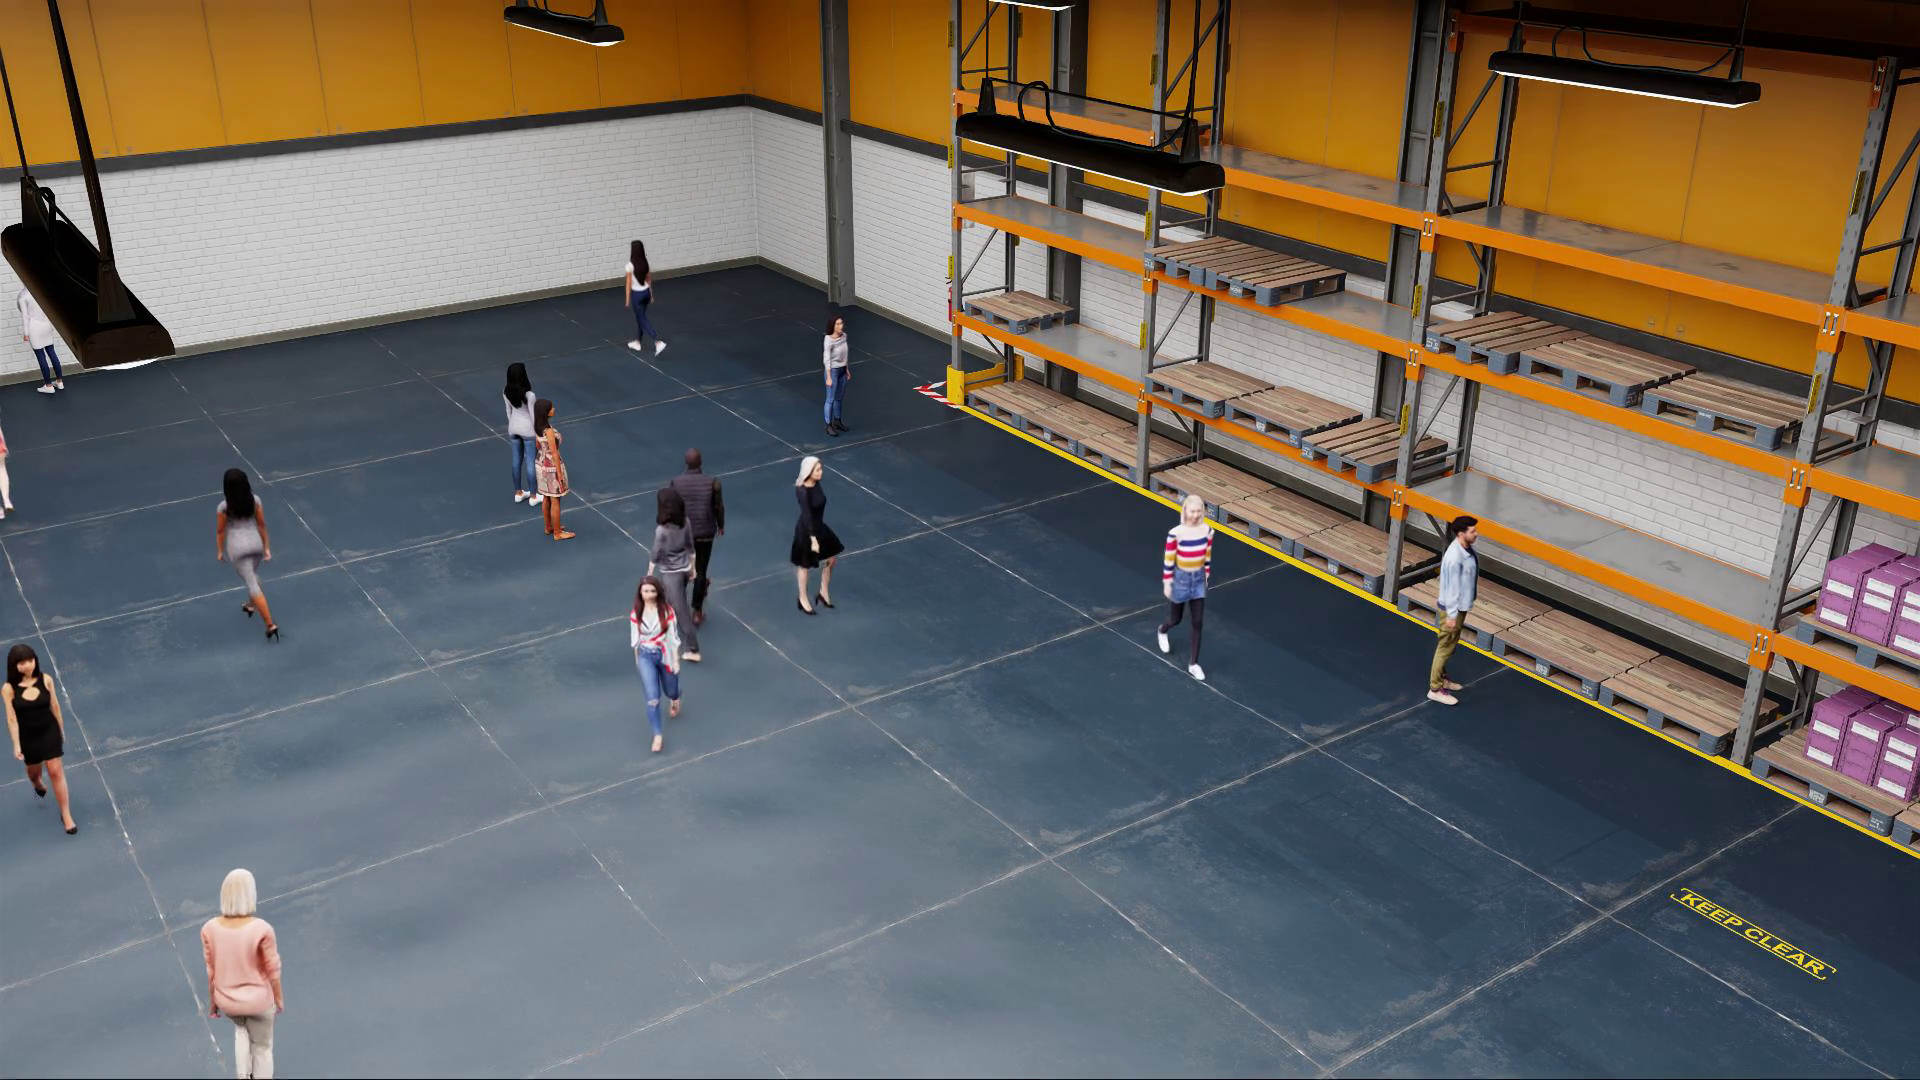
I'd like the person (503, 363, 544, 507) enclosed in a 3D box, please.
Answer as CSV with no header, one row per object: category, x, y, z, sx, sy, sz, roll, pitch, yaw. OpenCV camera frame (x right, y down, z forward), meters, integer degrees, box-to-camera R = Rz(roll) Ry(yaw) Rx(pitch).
person,-5.206,-1.269,19.767,0.629,1.735,0.735,10,25,21

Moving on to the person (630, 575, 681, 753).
person,-2.651,1.025,14.694,0.921,1.595,1.057,0,24,1

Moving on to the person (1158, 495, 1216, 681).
person,2.140,0.391,15.914,0.895,1.779,1.194,-7,25,-15

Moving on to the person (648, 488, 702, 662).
person,-2.668,0.369,16.015,1.034,1.738,0.796,16,28,32

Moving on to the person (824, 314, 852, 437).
person,-1.651,-2.204,22.034,0.639,1.631,0.671,15,28,30

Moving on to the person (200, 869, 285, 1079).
person,-4.454,2.890,10.303,0.760,1.693,0.815,0,24,-1

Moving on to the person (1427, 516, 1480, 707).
person,4.552,0.615,15.360,0.741,1.811,0.756,11,26,24

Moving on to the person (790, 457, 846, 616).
person,-1.595,-0.037,16.948,0.861,1.735,0.802,9,25,20

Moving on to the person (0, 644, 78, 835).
person,-7.458,1.573,13.404,0.569,1.624,0.997,-17,29,-34

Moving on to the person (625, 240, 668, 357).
person,-4.768,-3.635,25.163,1.187,1.747,0.828,17,29,33

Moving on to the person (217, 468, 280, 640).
person,-7.019,0.182,16.453,0.730,1.730,1.142,-22,32,-40

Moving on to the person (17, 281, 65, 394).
person,-13.082,-2.979,23.628,0.708,1.775,0.691,9,25,19

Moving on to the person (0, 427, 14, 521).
person,-11.288,-1.061,19.277,0.584,1.746,0.605,-17,29,-33

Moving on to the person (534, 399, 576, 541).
person,-4.651,-0.815,18.840,0.712,1.645,0.464,-17,29,-34

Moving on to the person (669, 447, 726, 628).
person,-2.680,-0.003,16.806,1.130,1.787,1.233,2,24,4
